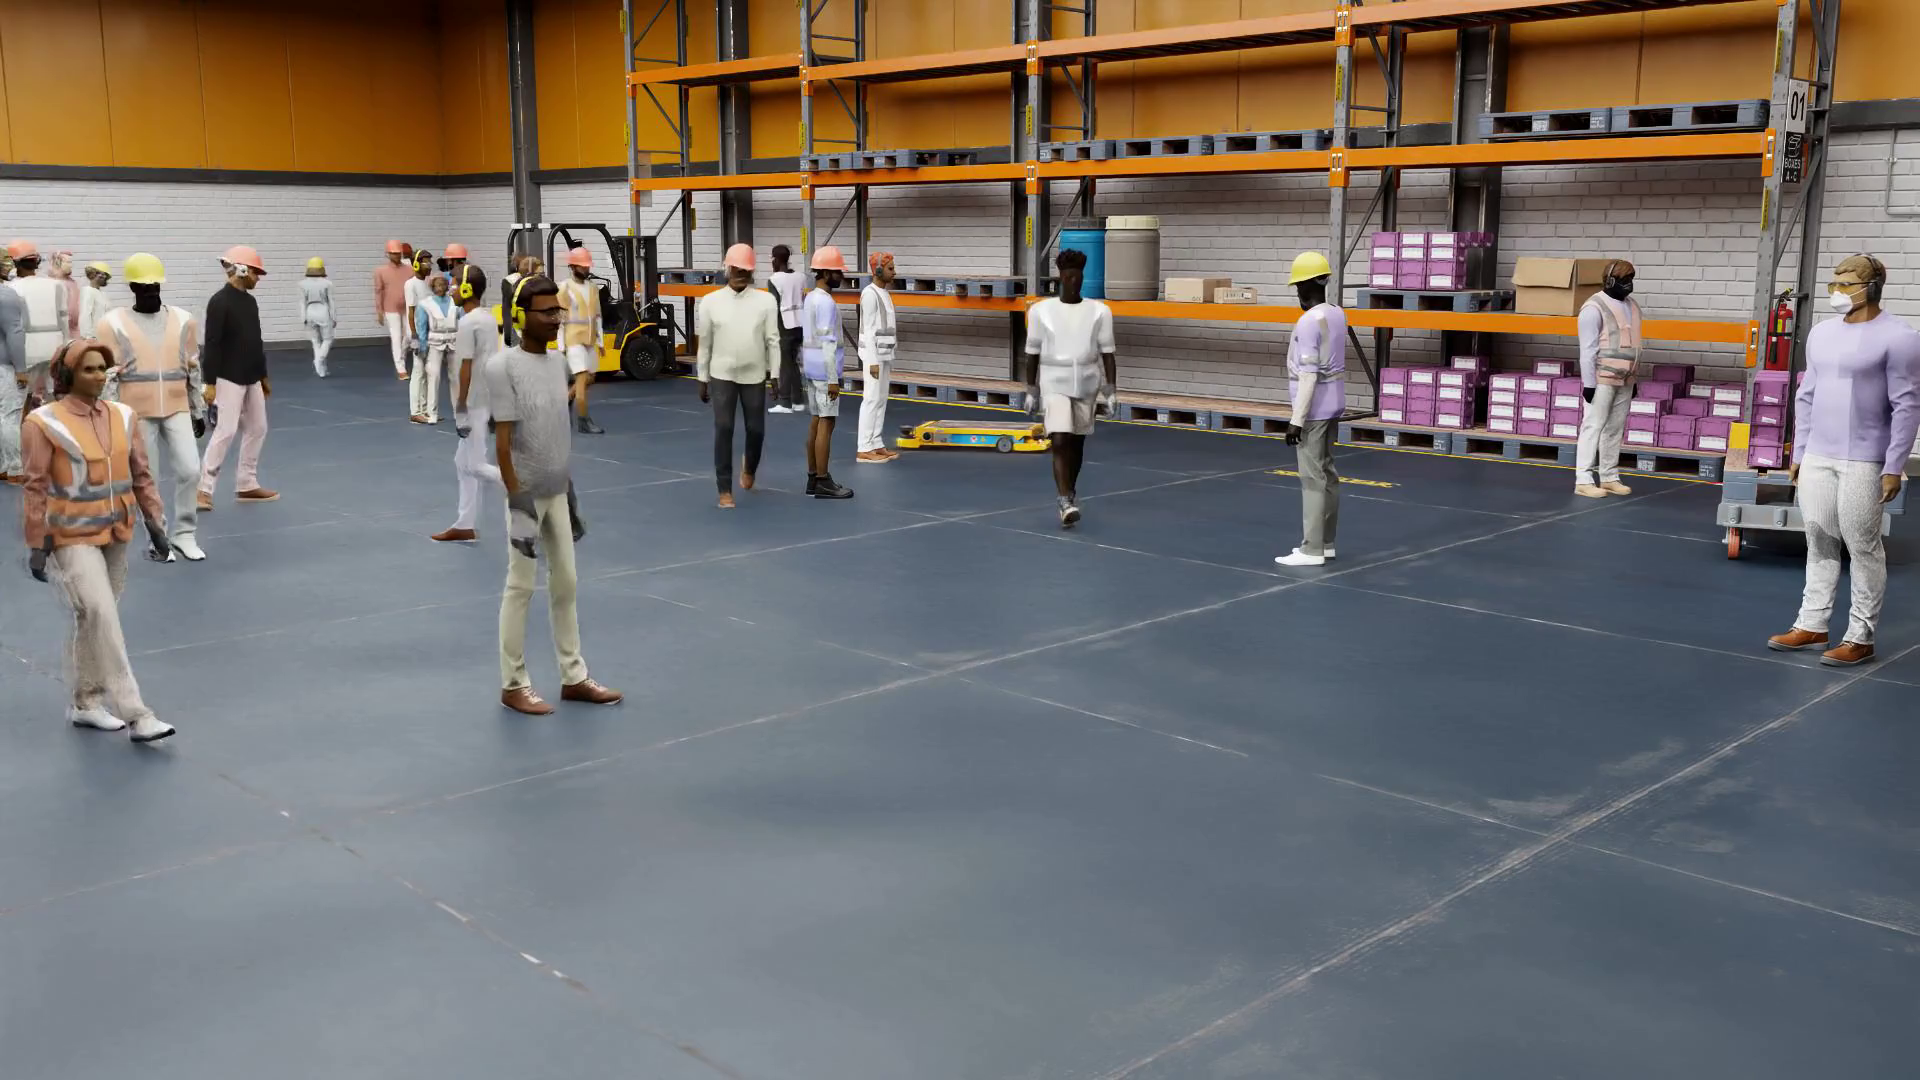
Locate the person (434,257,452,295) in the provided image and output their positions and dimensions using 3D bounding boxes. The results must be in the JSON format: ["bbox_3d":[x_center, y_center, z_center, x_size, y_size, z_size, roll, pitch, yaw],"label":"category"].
[{"bbox_3d":[-8.935,-4.142,29.205,0.574,1.647,0.831,-7,12,-32],"label":"person"}]

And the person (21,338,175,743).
[{"bbox_3d":[-3.362,0.011,6.631,0.758,1.606,0.541,4,11,19],"label":"person"}]

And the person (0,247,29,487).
[{"bbox_3d":[-7.745,-1.396,13.443,0.630,1.936,0.366,6,12,31],"label":"person"}]

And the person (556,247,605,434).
[{"bbox_3d":[-3.964,-2.054,17.112,0.751,1.914,0.548,6,12,32],"label":"person"}]

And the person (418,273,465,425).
[{"bbox_3d":[-5.561,-2.065,17.943,0.529,1.625,0.332,-7,13,-34],"label":"person"}]

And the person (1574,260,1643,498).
[{"bbox_3d":[5.049,-1.244,12.909,0.618,1.836,0.430,-7,13,-34],"label":"person"}]

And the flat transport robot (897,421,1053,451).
[{"bbox_3d":[0.176,-1.001,15.832,1.431,0.197,0.652,2,11,13],"label":"flat transport robot"}]

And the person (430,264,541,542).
[{"bbox_3d":[-3.097,-0.876,10.865,0.794,1.844,0.529,0,10,1],"label":"person"}]

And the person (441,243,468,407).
[{"bbox_3d":[-5.862,-2.513,19.550,0.486,1.922,0.547,2,11,12],"label":"person"}]

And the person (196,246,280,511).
[{"bbox_3d":[-5.466,-1.217,12.460,0.522,1.950,0.778,1,10,5],"label":"person"}]

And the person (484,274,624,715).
[{"bbox_3d":[-1.752,-0.185,7.051,0.383,1.872,0.529,5,11,24],"label":"person"}]

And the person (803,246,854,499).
[{"bbox_3d":[-1.020,-1.288,12.848,0.364,1.935,0.553,-3,11,-18],"label":"person"}]

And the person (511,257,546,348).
[{"bbox_3d":[-3.839,-1.634,15.034,0.473,1.825,0.531,-2,11,-11],"label":"person"}]

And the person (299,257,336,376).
[{"bbox_3d":[-9.163,-3.174,23.724,0.486,1.723,0.612,0,10,-1],"label":"person"}]

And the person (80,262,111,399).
[{"bbox_3d":[-9.776,-2.270,18.797,0.314,1.721,0.694,-2,11,-10],"label":"person"}]

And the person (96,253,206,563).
[{"bbox_3d":[-4.919,-0.791,10.198,0.614,1.907,0.559,-9,14,-41],"label":"person"}]

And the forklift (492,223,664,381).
[{"bbox_3d":[-5.316,-3.263,22.920,2.313,2.155,1.214,-10,14,-44],"label":"forklift"}]

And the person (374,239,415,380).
[{"bbox_3d":[-7.935,-3.252,23.463,0.627,1.972,0.678,-7,13,-34],"label":"person"}]

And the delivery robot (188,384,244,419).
[{"bbox_3d":[-7.845,-1.518,17.621,0.707,0.478,0.477,6,12,30],"label":"delivery robot"}]

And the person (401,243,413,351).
[{"bbox_3d":[-9.679,-4.269,29.253,0.584,1.881,0.337,-8,13,-38],"label":"person"}]

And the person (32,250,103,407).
[{"bbox_3d":[-10.552,-2.460,19.529,1.040,1.859,0.649,4,11,19],"label":"person"}]

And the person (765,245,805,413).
[{"bbox_3d":[-2.002,-2.403,19.025,0.449,1.912,0.632,6,12,31],"label":"person"}]

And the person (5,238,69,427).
[{"bbox_3d":[-8.085,-1.650,14.670,1.005,2.008,0.619,7,12,33],"label":"person"}]

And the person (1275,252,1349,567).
[{"bbox_3d":[2.156,-0.792,10.199,0.381,1.918,0.584,7,12,32],"label":"person"}]

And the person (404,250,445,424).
[{"bbox_3d":[-5.807,-2.192,17.980,0.309,1.864,0.534,0,10,3],"label":"person"}]

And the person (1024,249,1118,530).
[{"bbox_3d":[0.791,-1.040,11.540,0.631,1.914,0.969,-1,10,-8],"label":"person"}]

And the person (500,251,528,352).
[{"bbox_3d":[-5.063,-2.405,19.215,0.449,1.832,0.638,7,12,33],"label":"person"}]

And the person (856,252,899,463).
[{"bbox_3d":[-0.733,-1.629,14.897,0.340,1.876,0.575,2,11,13],"label":"person"}]

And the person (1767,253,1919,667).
[{"bbox_3d":[4.195,-0.375,7.867,0.356,1.938,0.638,-4,11,-19],"label":"person"}]

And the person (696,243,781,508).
[{"bbox_3d":[-1.685,-1.258,12.627,0.644,1.968,0.763,-2,11,-11],"label":"person"}]
